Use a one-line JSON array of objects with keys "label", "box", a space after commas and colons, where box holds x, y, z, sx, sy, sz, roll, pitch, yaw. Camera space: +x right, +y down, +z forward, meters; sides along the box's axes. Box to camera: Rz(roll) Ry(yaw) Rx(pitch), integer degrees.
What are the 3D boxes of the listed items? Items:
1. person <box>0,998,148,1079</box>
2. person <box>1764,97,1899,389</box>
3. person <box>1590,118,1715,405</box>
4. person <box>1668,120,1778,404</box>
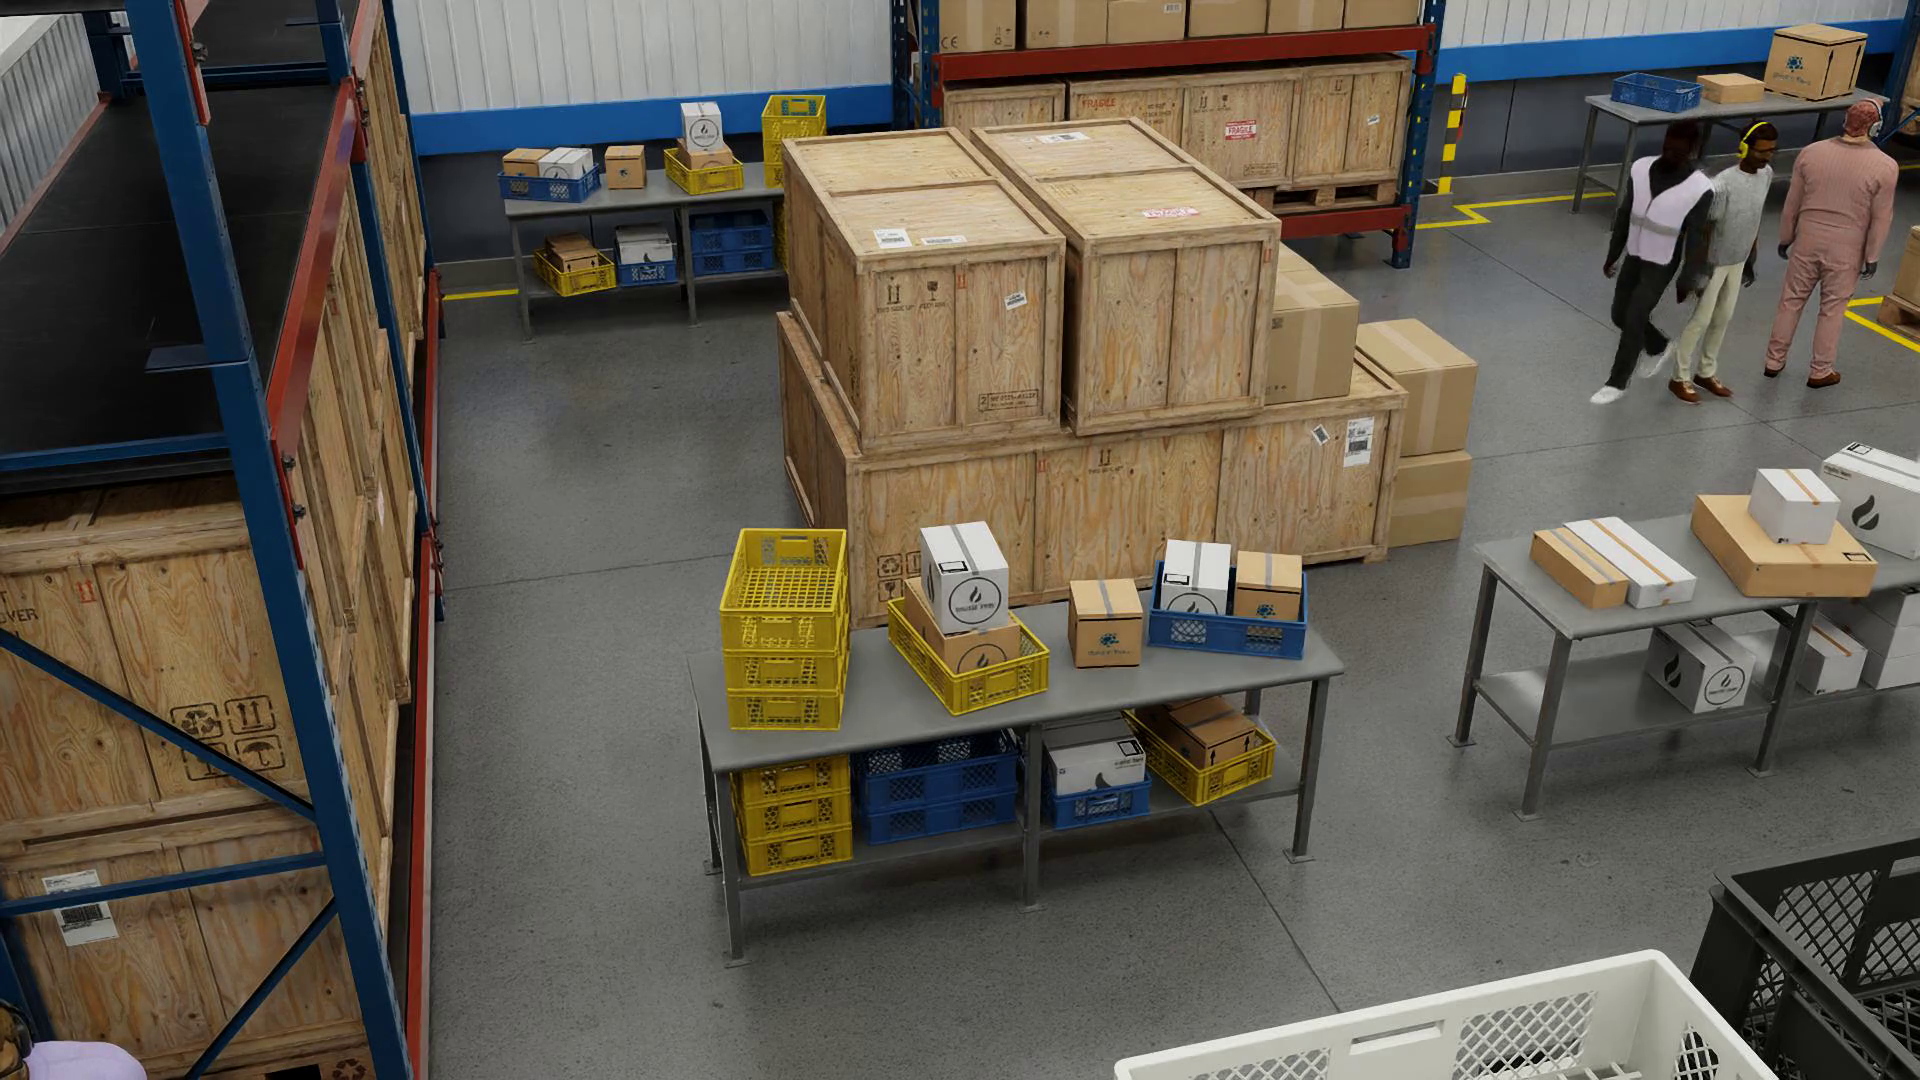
[{"label": "person", "box": [-2.196, 1.827, 4.067, 0.625, 1.933, 0.374, -19, 34, -30]}, {"label": "person", "box": [5.734, -1.949, 10.943, 0.406, 1.906, 0.654, -26, 38, -38]}, {"label": "person", "box": [4.480, -1.802, 10.698, 0.655, 1.888, 0.605, -15, 32, -24]}, {"label": "person", "box": [4.931, -1.777, 10.689, 0.520, 1.856, 0.334, -14, 32, -24]}]
